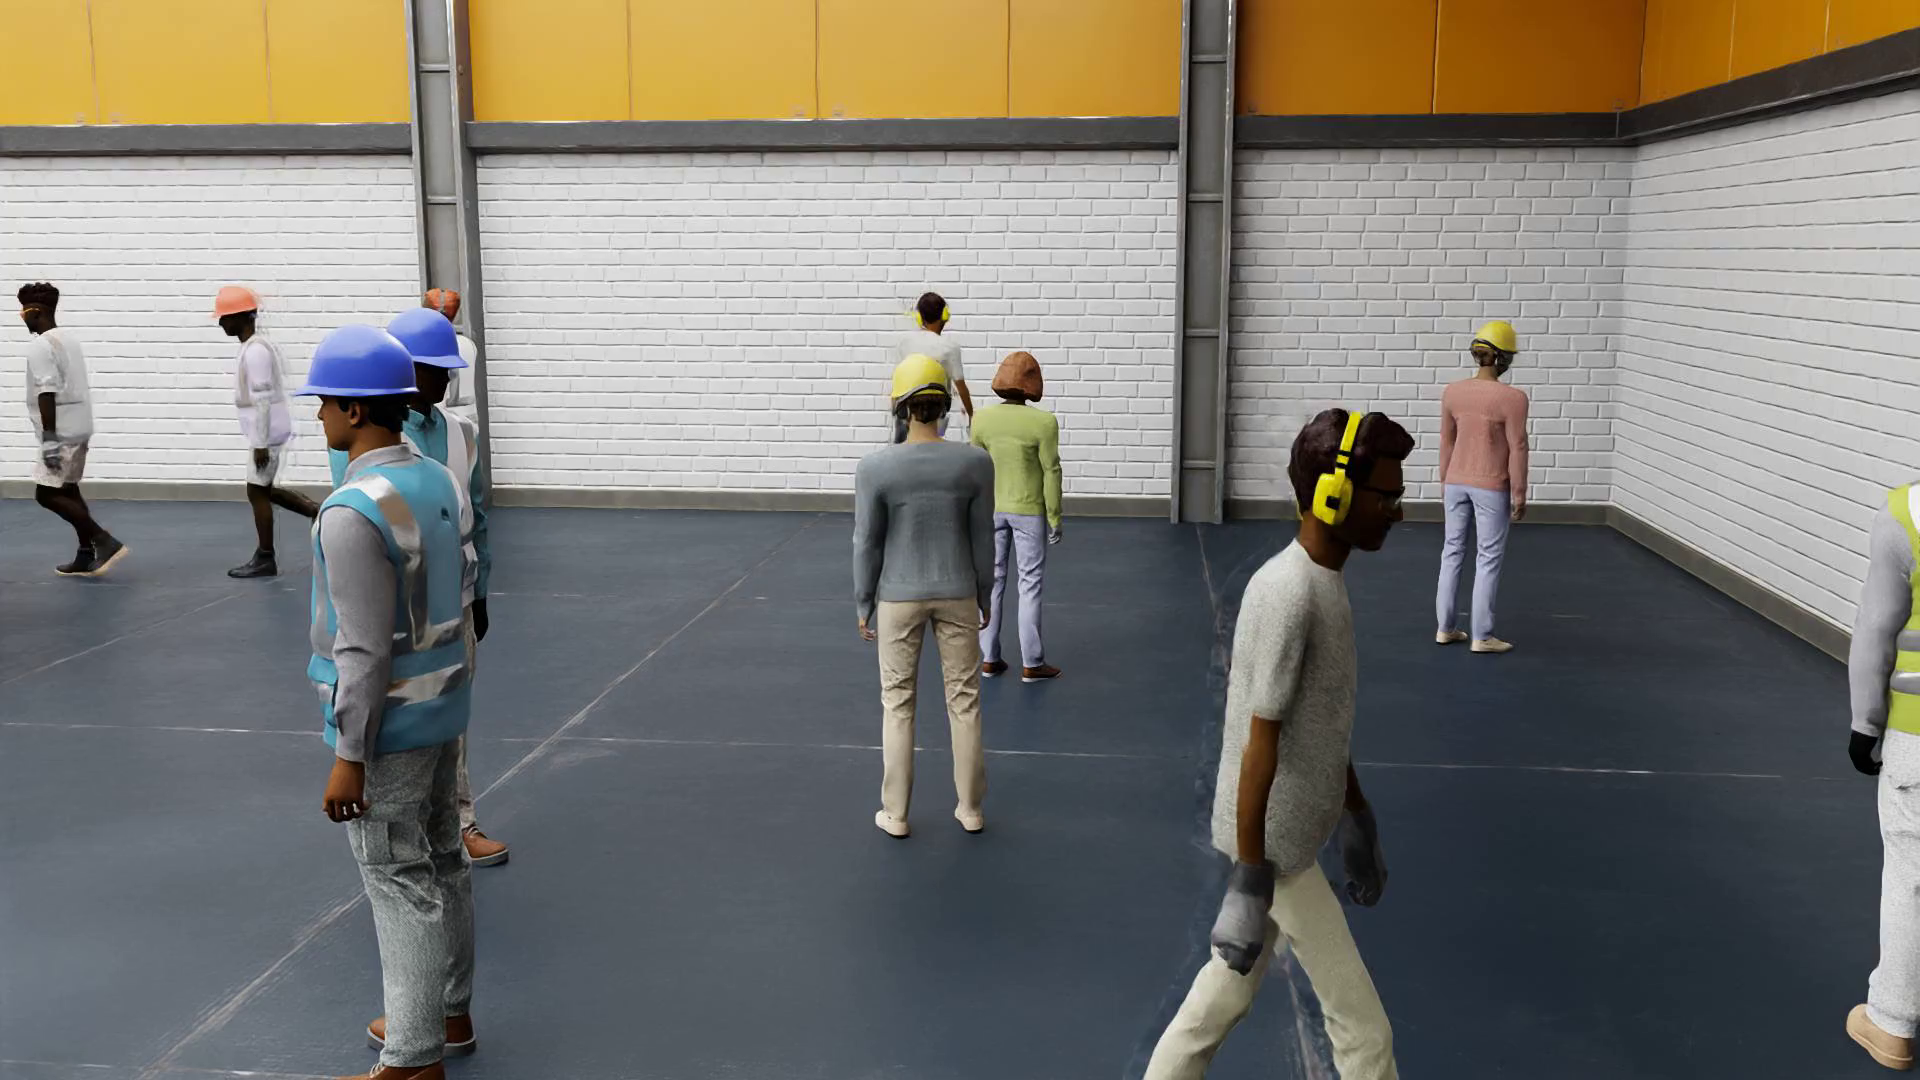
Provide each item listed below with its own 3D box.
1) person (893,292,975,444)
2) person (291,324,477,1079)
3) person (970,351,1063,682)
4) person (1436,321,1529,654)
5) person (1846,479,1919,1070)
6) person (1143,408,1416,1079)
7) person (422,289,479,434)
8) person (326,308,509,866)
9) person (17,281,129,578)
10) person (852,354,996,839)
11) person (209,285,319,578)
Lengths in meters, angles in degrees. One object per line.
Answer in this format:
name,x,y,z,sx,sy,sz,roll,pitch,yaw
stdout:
person,-0.101,-0.772,11.426,0.566,1.828,0.849,9,14,43
person,-1.413,0.443,4.139,0.391,1.948,0.605,0,10,1
person,0.280,-0.116,8.243,0.507,1.631,0.276,6,12,31
person,2.772,-0.276,8.812,0.344,1.758,0.532,-8,12,-37
person,2.615,0.476,4.280,0.625,1.838,0.430,2,10,12
person,0.752,0.641,3.404,1.004,1.809,0.531,3,10,15
person,-3.230,-0.636,10.502,0.353,1.884,0.578,1,10,6
person,-1.803,0.198,5.580,0.415,1.939,0.604,6,11,30
person,-5.715,-0.690,10.675,0.549,1.932,0.644,-2,10,-9
person,-0.131,0.210,6.033,0.528,1.761,0.339,-2,10,-12
person,-4.445,-0.706,10.846,0.713,1.905,0.557,-5,11,-25
